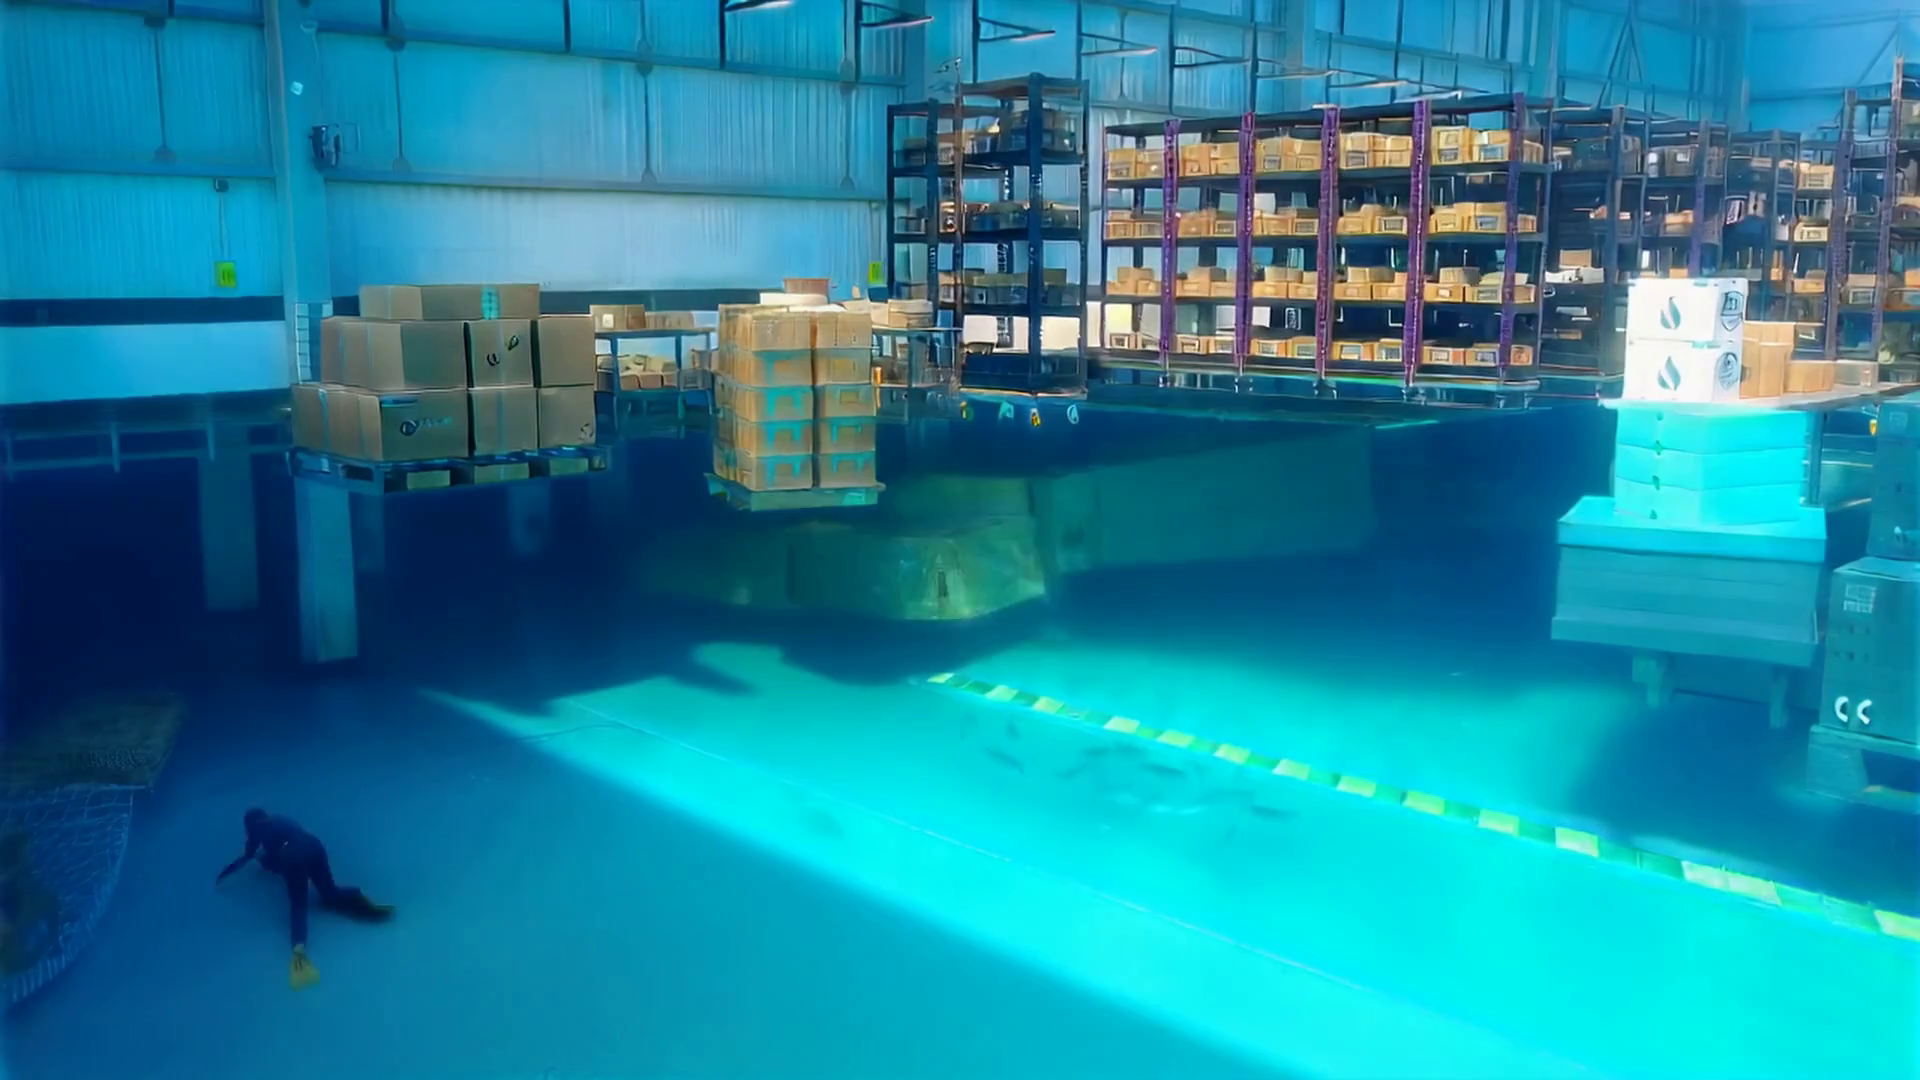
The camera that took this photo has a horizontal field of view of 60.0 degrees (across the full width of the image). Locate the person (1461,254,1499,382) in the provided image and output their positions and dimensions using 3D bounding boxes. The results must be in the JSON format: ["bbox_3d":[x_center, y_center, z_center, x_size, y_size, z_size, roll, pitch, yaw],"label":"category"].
[{"bbox_3d":[7.465,-3.161,23.782,0.461,1.831,0.578,8,12,39],"label":"person"}]
